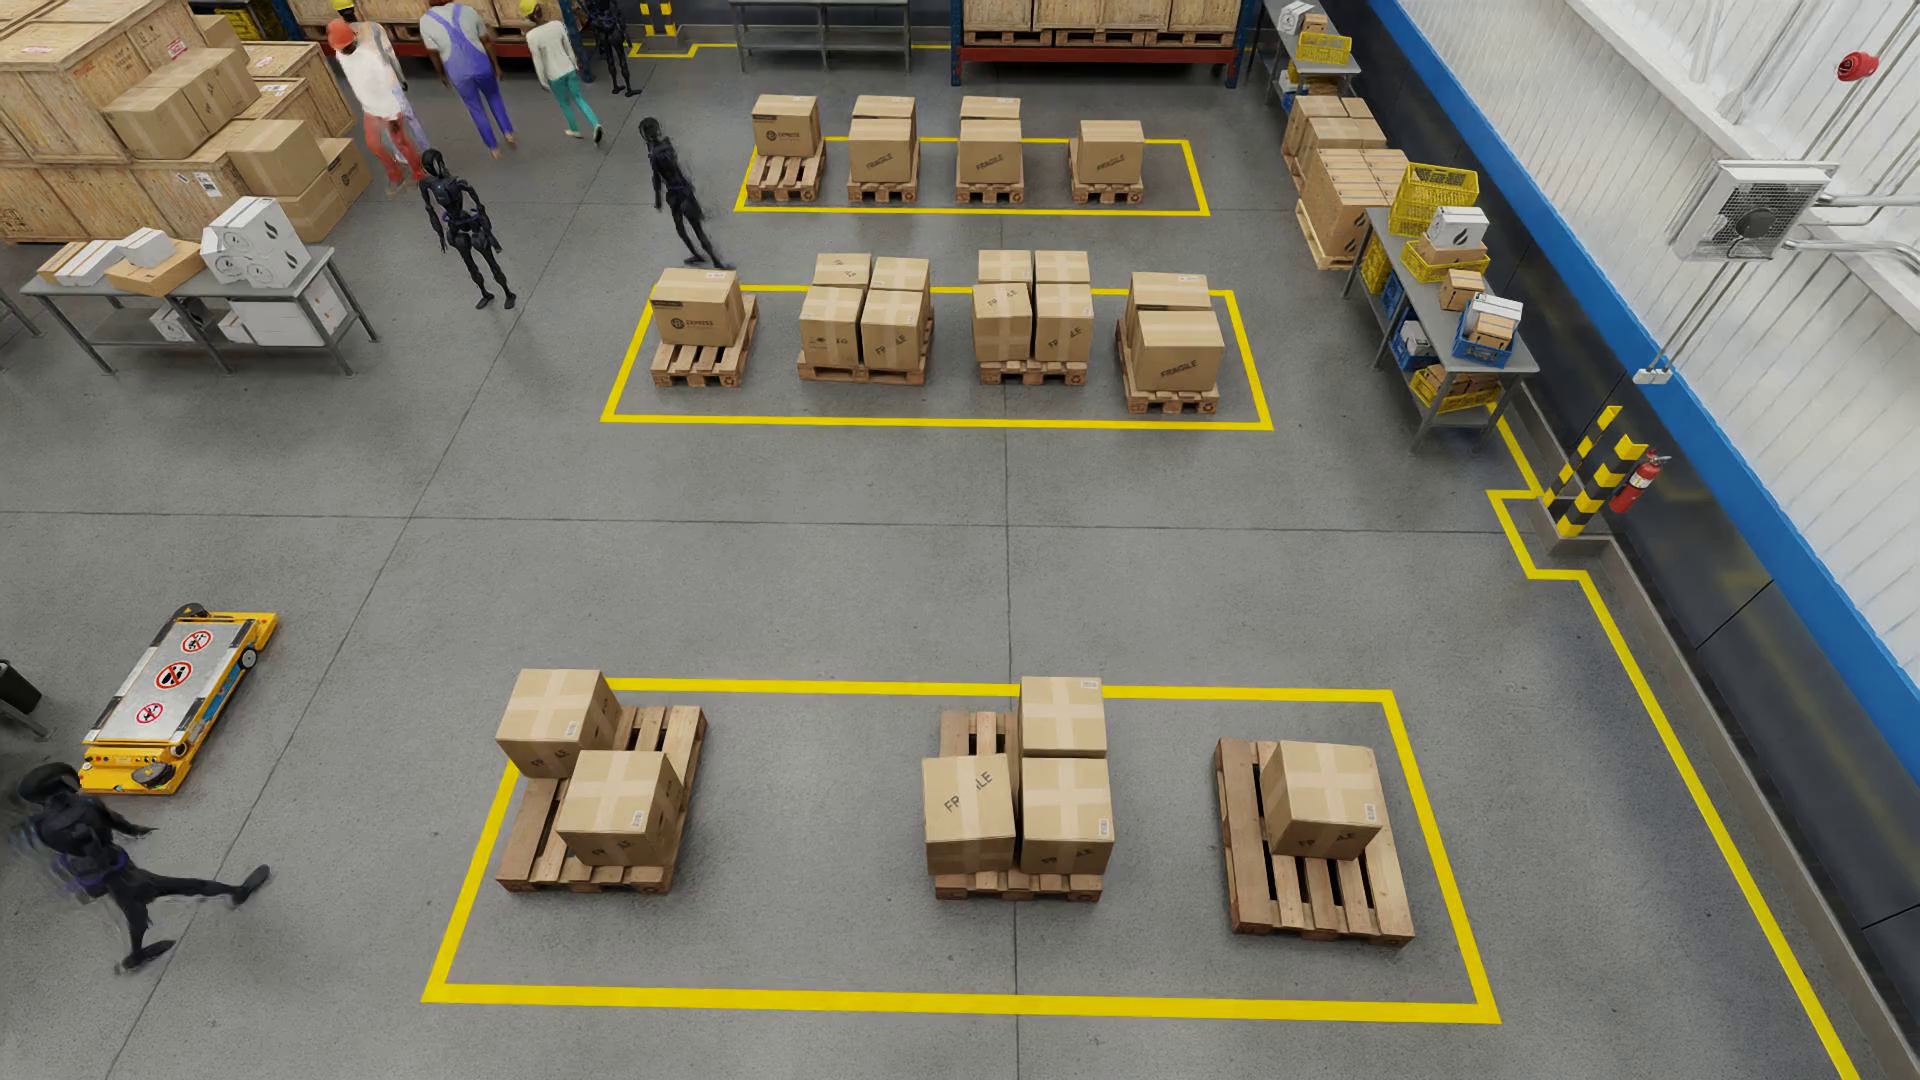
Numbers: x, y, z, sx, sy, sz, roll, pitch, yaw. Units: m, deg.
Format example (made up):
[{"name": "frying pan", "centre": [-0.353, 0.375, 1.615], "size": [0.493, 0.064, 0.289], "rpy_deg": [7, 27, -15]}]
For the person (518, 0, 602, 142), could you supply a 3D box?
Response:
[{"name": "person", "centre": [-4.892, -5.726, 11.263], "size": [0.694, 1.721, 0.551], "rpy_deg": [34, 57, 25]}]

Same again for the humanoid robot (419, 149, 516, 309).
[{"name": "humanoid robot", "centre": [-4.840, -3.015, 8.986], "size": [0.610, 1.657, 0.310], "rpy_deg": [1, 50, 1]}]

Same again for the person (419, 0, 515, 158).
[{"name": "person", "centre": [-5.951, -5.725, 11.052], "size": [0.706, 2.000, 0.665], "rpy_deg": [-24, 54, -19]}]

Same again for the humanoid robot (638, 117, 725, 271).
[{"name": "humanoid robot", "centre": [-2.865, -3.530, 9.441], "size": [0.663, 1.624, 0.427], "rpy_deg": [35, 58, 26]}]

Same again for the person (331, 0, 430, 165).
[{"name": "person", "centre": [-6.933, -5.485, 10.932], "size": [0.582, 1.918, 0.405], "rpy_deg": [-31, 56, -23]}]

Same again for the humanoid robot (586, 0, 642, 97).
[{"name": "humanoid robot", "centre": [-4.673, -6.818, 12.203], "size": [0.610, 1.658, 0.310], "rpy_deg": [23, 54, 18]}]

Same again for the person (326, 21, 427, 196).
[{"name": "person", "centre": [-6.609, -4.818, 10.344], "size": [0.663, 1.951, 0.634], "rpy_deg": [17, 52, 14]}]

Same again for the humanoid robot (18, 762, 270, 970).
[{"name": "humanoid robot", "centre": [-4.600, 1.816, 4.961], "size": [0.625, 1.617, 0.795], "rpy_deg": [27, 55, 21]}]

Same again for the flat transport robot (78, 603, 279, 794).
[{"name": "flat transport robot", "centre": [-5.504, 1.072, 6.442], "size": [0.652, 0.197, 1.431], "rpy_deg": [1, 50, 1]}]
